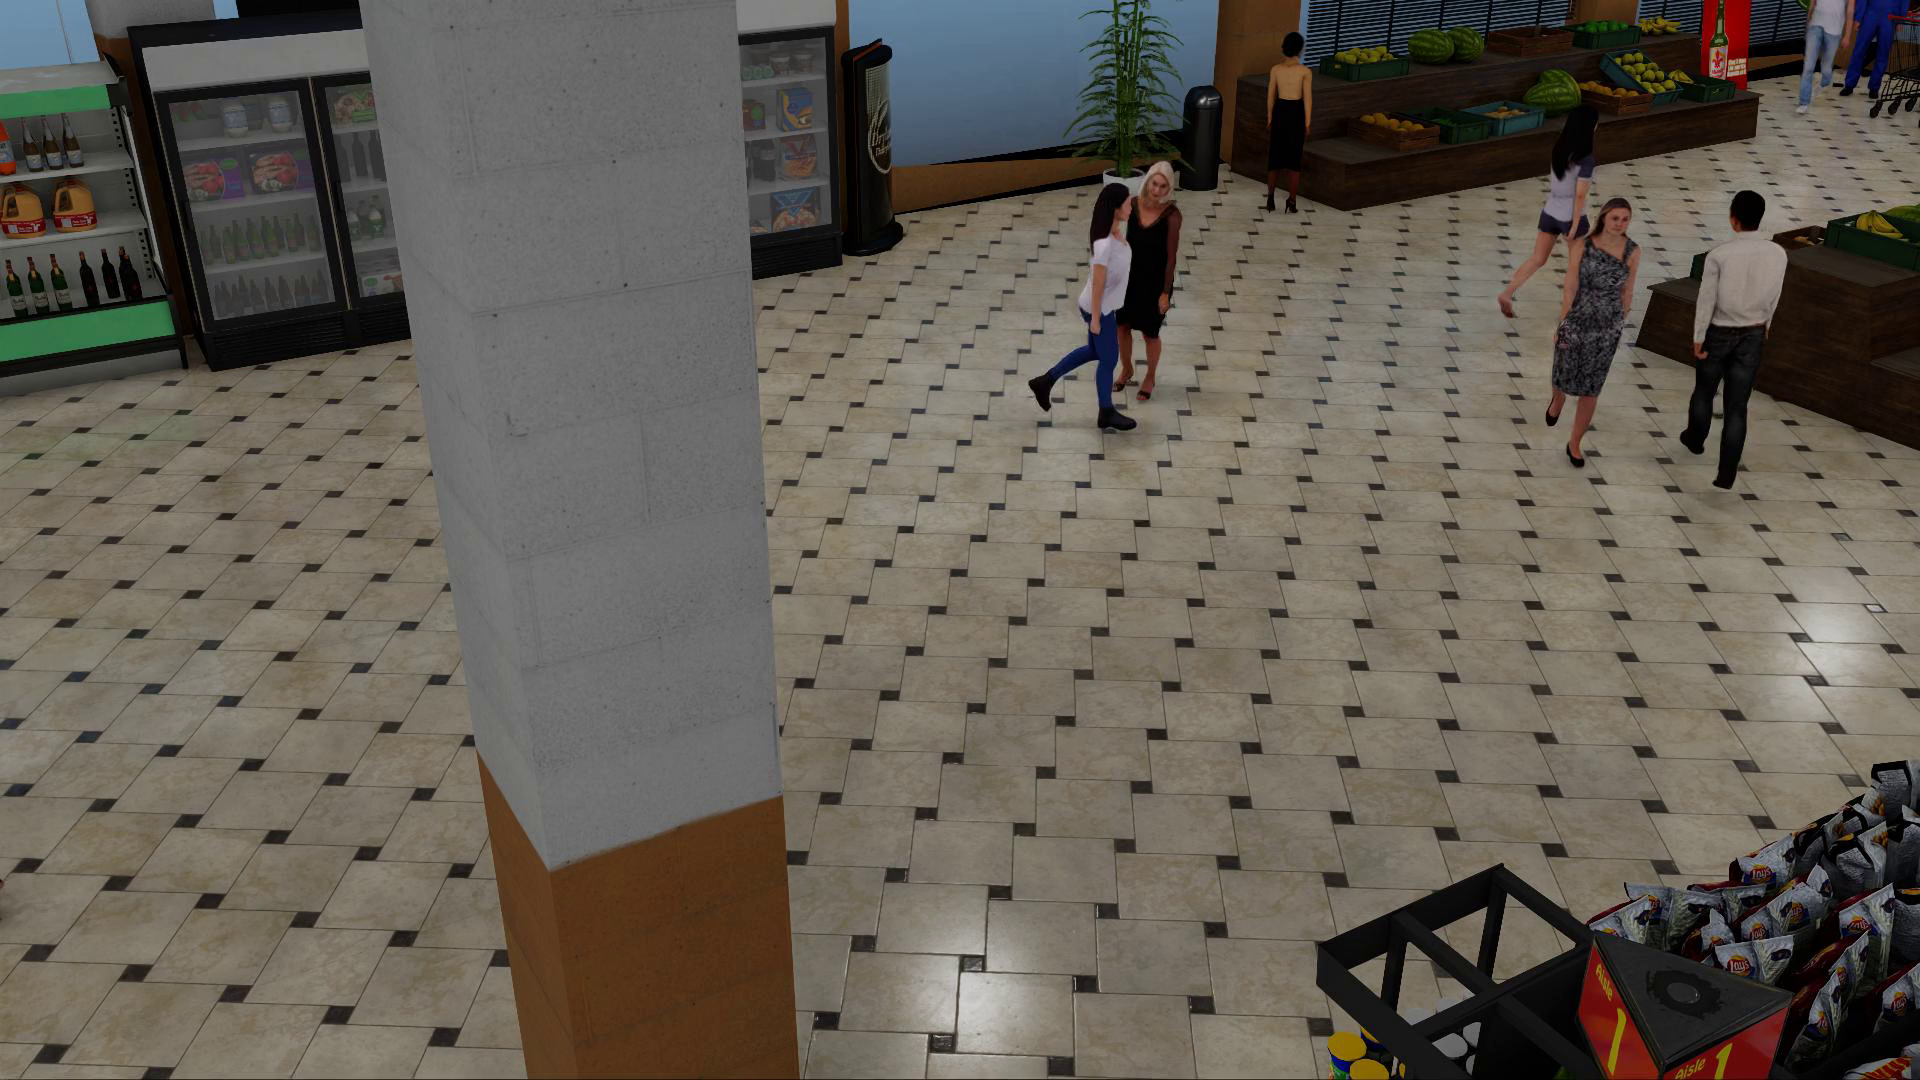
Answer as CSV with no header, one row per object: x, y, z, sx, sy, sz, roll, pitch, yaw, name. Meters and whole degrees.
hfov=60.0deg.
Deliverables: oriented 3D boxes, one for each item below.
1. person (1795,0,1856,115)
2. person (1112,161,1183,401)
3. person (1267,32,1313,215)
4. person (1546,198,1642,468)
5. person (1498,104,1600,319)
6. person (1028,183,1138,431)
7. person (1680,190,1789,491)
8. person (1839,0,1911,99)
10.008,-5.864,19.242,1.024,1.799,1.292,17,32,30,person
1.276,-1.730,11.197,0.699,1.703,0.736,-17,31,-30,person
3.047,-3.867,15.465,0.665,1.654,0.698,13,30,23,person
3.942,-1.337,10.438,0.864,1.688,0.918,6,27,11,person
4.518,-2.452,12.643,1.052,1.683,0.654,-12,29,-22,person
0.821,-1.458,10.709,1.065,1.658,0.962,3,27,6,person
4.665,-1.145,9.979,1.216,1.761,1.231,5,27,10,person
11.078,-6.271,20.017,0.803,1.826,0.771,14,30,26,person
